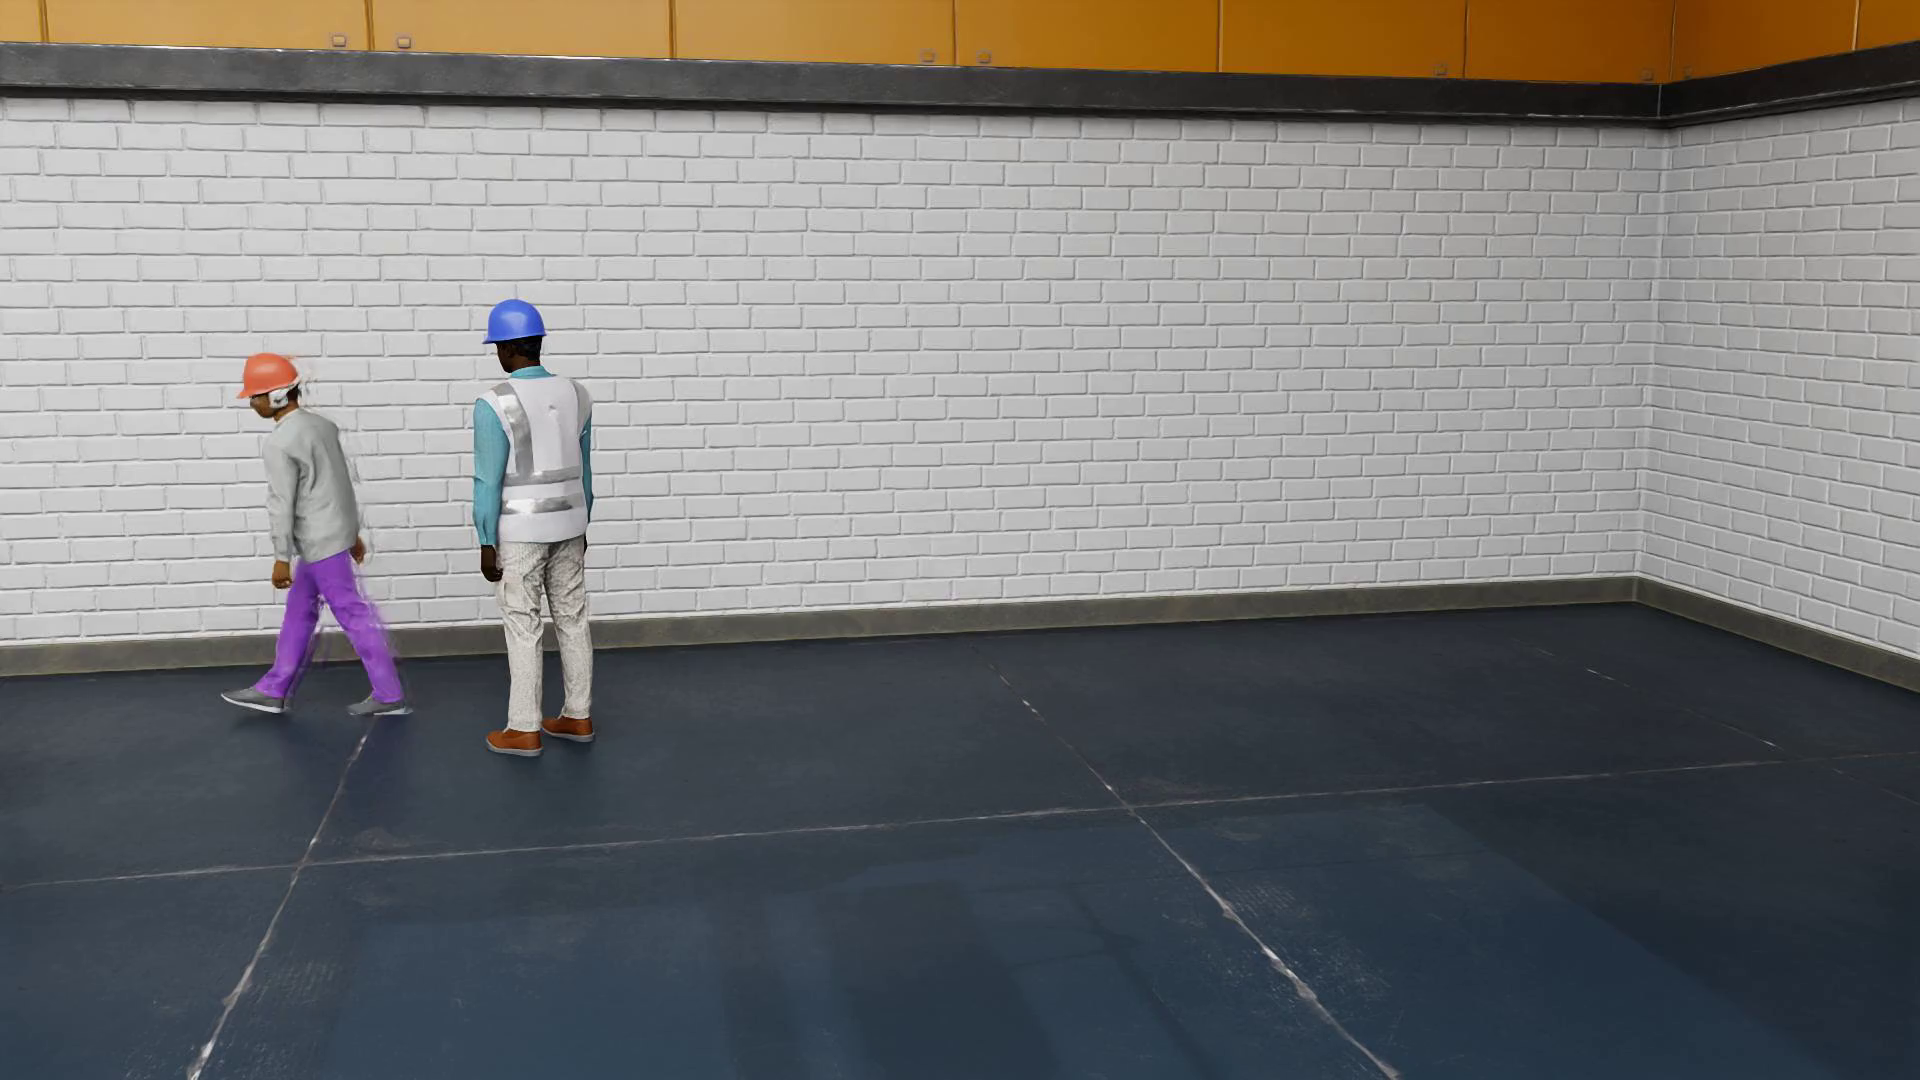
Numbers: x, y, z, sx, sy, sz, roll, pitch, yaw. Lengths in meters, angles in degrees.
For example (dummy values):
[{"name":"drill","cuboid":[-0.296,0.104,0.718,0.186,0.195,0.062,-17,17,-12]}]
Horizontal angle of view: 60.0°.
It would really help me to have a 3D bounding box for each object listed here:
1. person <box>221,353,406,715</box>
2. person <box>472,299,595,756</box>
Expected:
[{"name":"person","cuboid":[-2.986,-0.002,7.559,0.879,1.682,0.566,-1,9,-6]},{"name":"person","cuboid":[-1.820,-0.049,7.098,0.416,1.939,0.604,7,11,35]}]
